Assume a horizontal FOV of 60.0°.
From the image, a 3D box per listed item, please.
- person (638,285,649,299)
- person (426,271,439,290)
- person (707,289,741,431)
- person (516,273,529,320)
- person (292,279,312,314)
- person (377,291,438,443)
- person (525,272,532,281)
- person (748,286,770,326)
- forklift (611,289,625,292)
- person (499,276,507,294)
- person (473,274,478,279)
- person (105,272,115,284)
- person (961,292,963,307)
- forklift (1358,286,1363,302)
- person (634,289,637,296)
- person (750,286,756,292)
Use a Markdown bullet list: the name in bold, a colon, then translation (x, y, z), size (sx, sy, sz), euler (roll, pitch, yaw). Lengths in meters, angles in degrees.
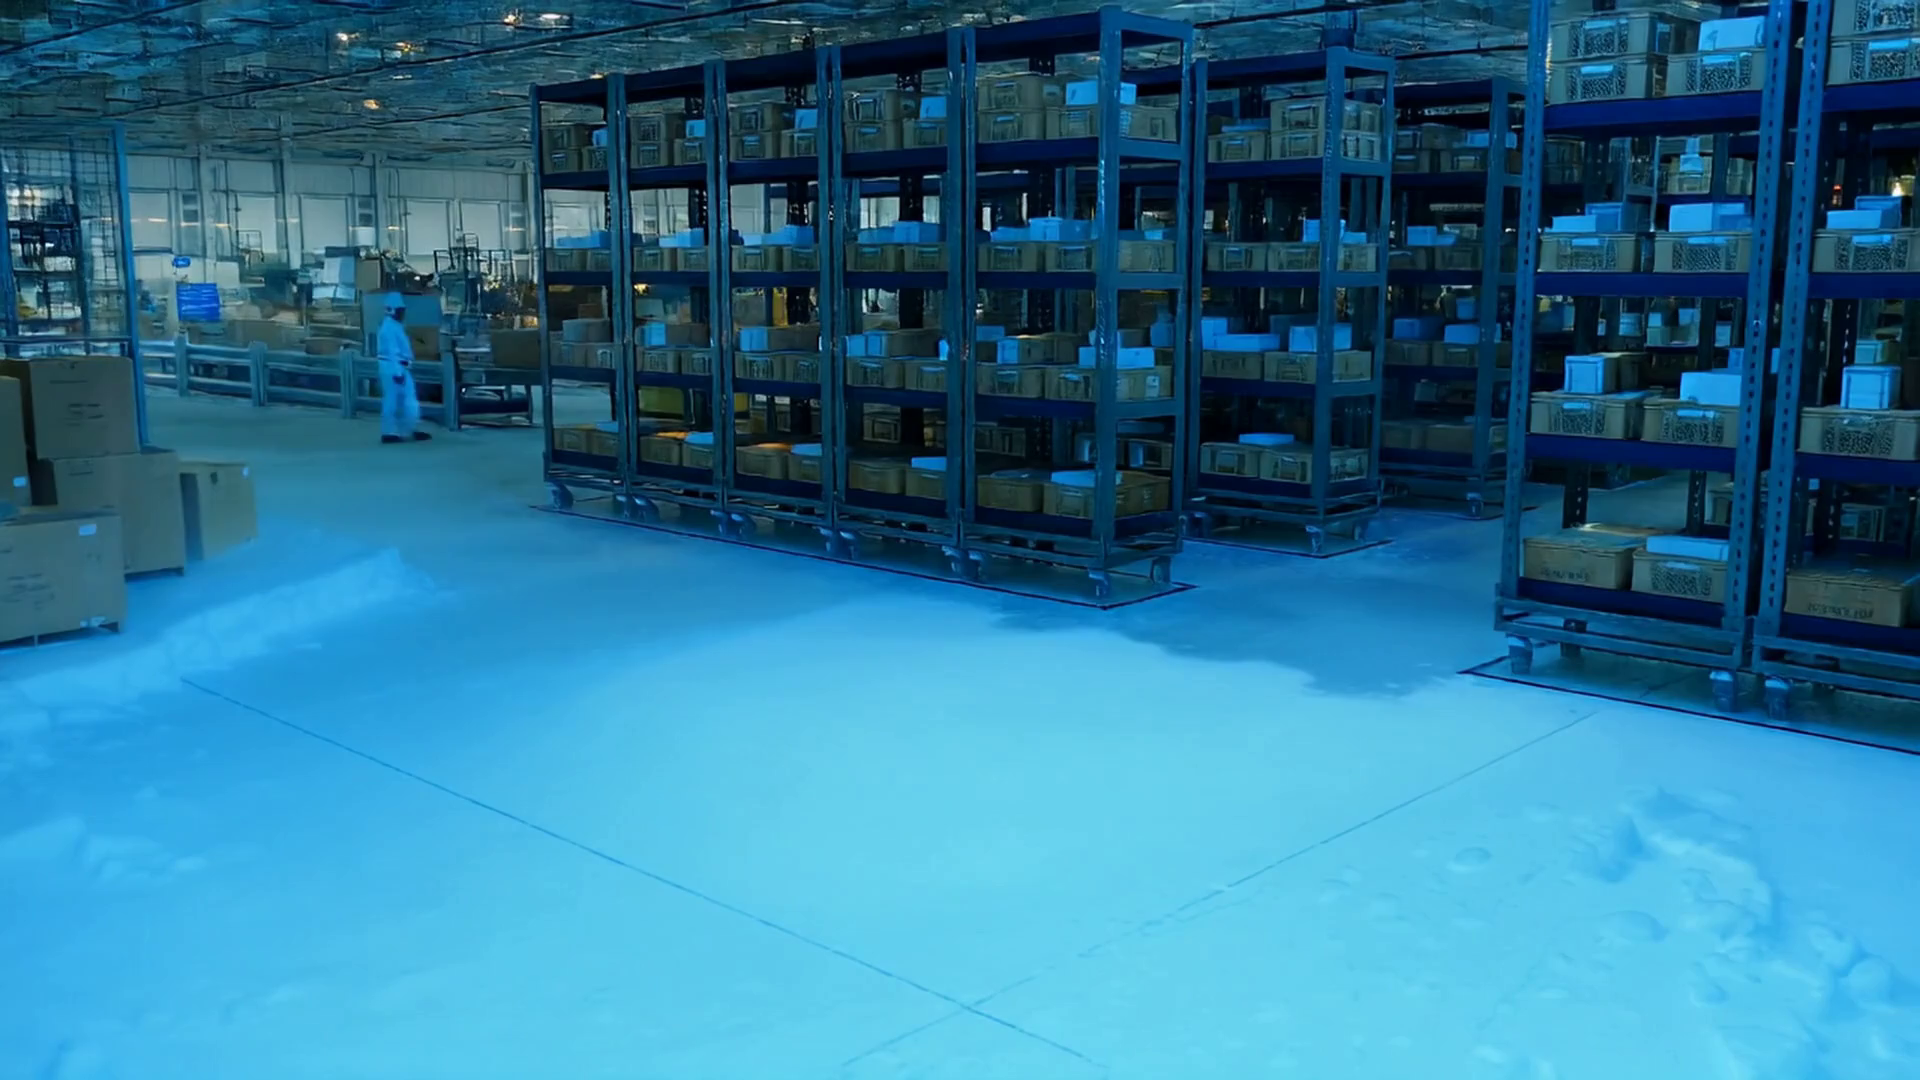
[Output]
- **person**: translation (-11.506, -8.788, 61.080), size (0.637, 1.811, 0.627), euler (-2, 9, -11)
- **person**: translation (-18.748, -8.585, 59.289), size (0.610, 1.996, 0.379), euler (5, 11, 29)
- **person**: translation (-2.618, -1.901, 18.574), size (0.405, 1.910, 0.636), euler (-6, 11, -35)
- **person**: translation (-17.563, -9.740, 66.666), size (0.615, 1.900, 0.546), euler (-6, 11, -33)
- **person**: translation (-24.571, -9.070, 62.123), size (0.682, 2.000, 0.537), euler (-4, 10, -25)
- **person**: translation (-6.570, -2.041, 19.738), size (0.771, 1.803, 0.630), euler (-2, 9, -11)
- **person**: translation (-22.166, -12.844, 85.632), size (0.447, 1.917, 0.645), euler (0, 9, 1)
- **person**: translation (-4.327, -4.677, 36.169), size (0.543, 1.711, 0.921), euler (3, 10, 16)
- **forklift**: translation (-17.598, -13.454, 86.436), size (1.129, 2.768, 1.873), euler (9, 13, 43)
- **person**: translation (-18.347, -9.713, 66.896), size (0.307, 1.772, 0.526), euler (-7, 12, -37)
- **person**: translation (-21.909, -11.174, 75.627), size (0.859, 1.838, 0.554), euler (-4, 10, -23)
- **person**: translation (-36.526, -10.498, 71.280), size (0.942, 1.902, 0.659), euler (-2, 9, -13)
- **person**: translation (0.159, -8.261, 58.344), size (0.875, 1.655, 0.540), euler (3, 10, 16)
- **forklift**: translation (11.100, -7.017, 46.970), size (1.873, 2.768, 1.129), euler (9, 13, 43)
- **person**: translation (-16.556, -12.558, 83.886), size (0.592, 1.919, 0.392), euler (3, 10, 17)
- **person**: translation (-9.387, -11.391, 76.578), size (0.613, 1.963, 0.361), euler (-6, 11, -34)
